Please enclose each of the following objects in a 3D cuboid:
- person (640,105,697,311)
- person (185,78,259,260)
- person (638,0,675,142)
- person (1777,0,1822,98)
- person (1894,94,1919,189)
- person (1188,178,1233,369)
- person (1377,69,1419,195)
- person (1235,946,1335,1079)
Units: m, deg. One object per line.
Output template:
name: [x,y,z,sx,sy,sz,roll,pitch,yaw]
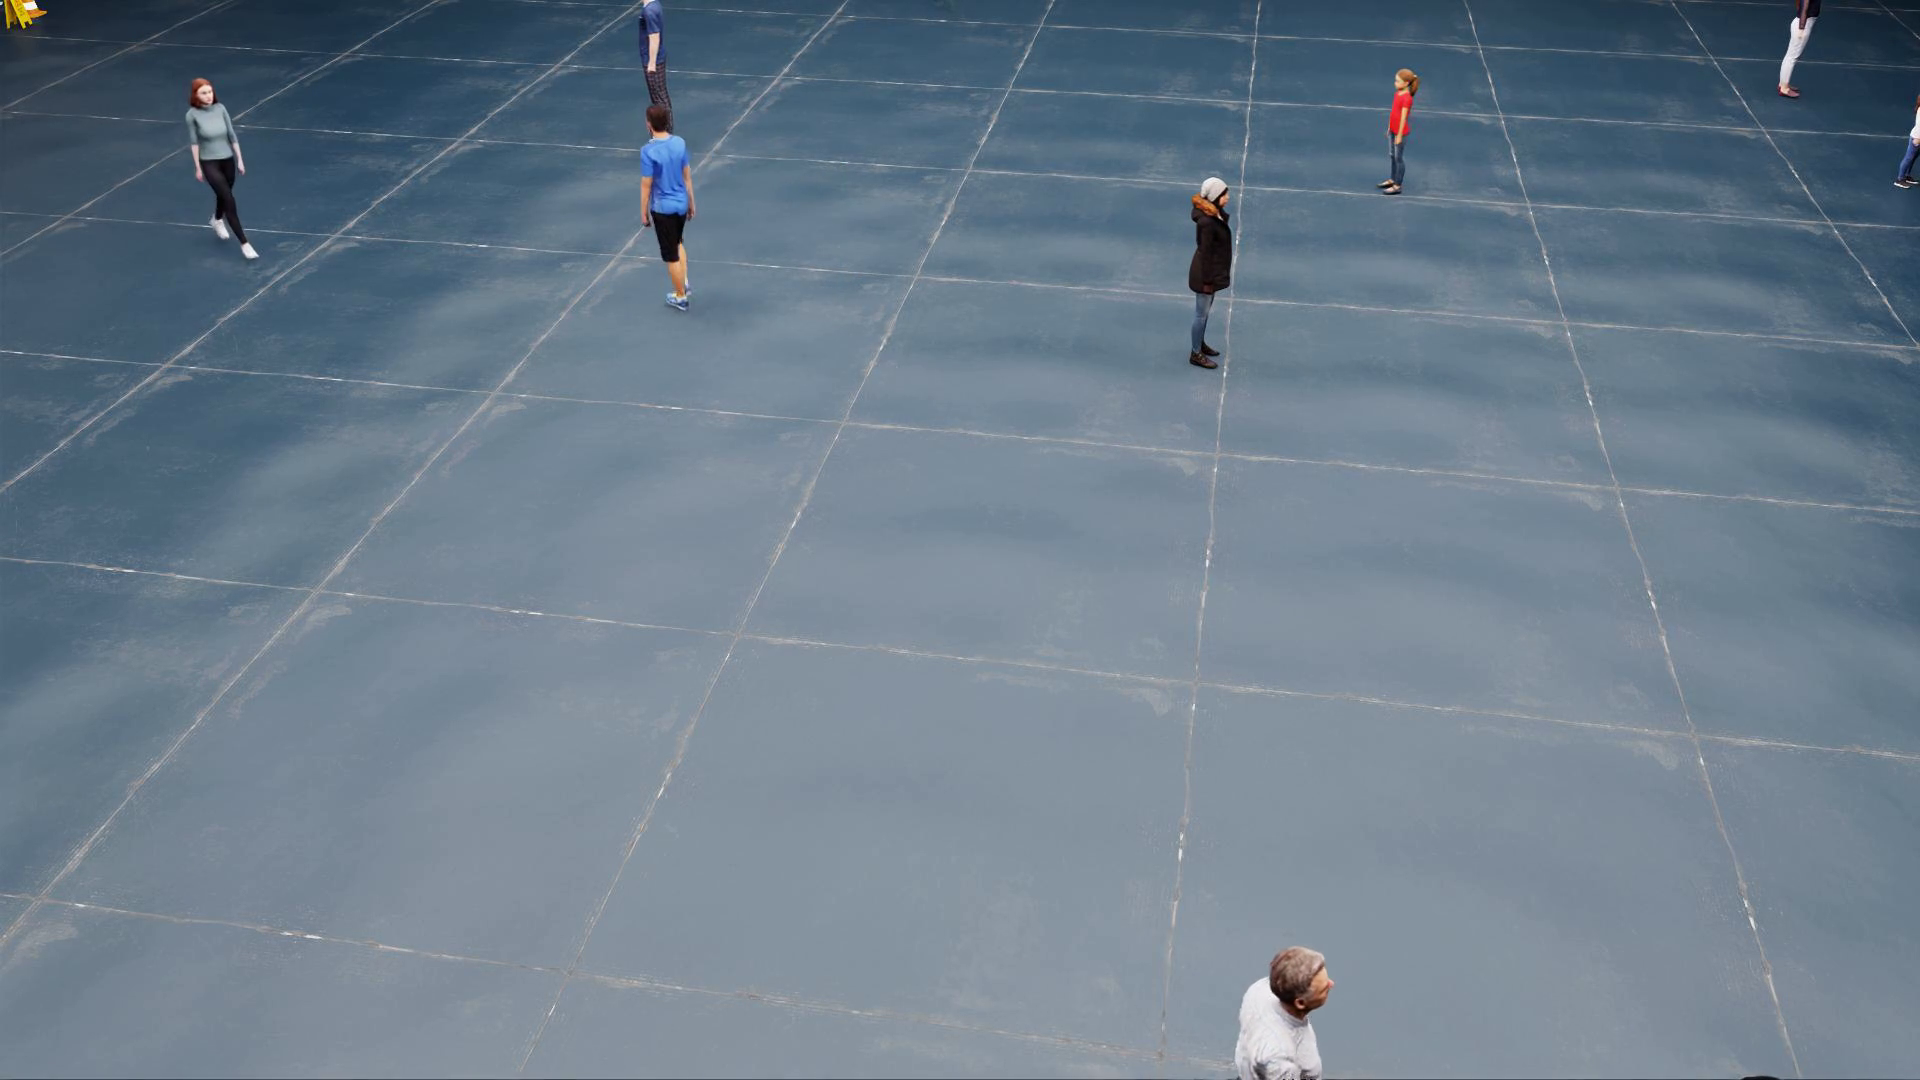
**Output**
person: [-2.534,-2.927,14.841,0.767,1.855,0.810,-27,41,-36]
person: [-7.187,-3.607,16.063,1.228,1.702,1.021,26,41,35]
person: [-3.459,-5.448,18.823,0.638,1.871,0.717,-3,32,-5]
person: [10.316,-6.261,20.359,0.600,1.608,0.638,12,34,18]
person: [10.272,-4.352,17.799,0.534,1.110,0.588,-26,41,-35]
person: [2.088,-2.265,14.000,0.627,1.634,0.643,9,33,13]
person: [4.651,-4.320,17.564,0.547,1.307,0.519,-5,33,-8]
person: [1.158,2.282,6.633,1.018,1.804,0.773,0,32,-1]
